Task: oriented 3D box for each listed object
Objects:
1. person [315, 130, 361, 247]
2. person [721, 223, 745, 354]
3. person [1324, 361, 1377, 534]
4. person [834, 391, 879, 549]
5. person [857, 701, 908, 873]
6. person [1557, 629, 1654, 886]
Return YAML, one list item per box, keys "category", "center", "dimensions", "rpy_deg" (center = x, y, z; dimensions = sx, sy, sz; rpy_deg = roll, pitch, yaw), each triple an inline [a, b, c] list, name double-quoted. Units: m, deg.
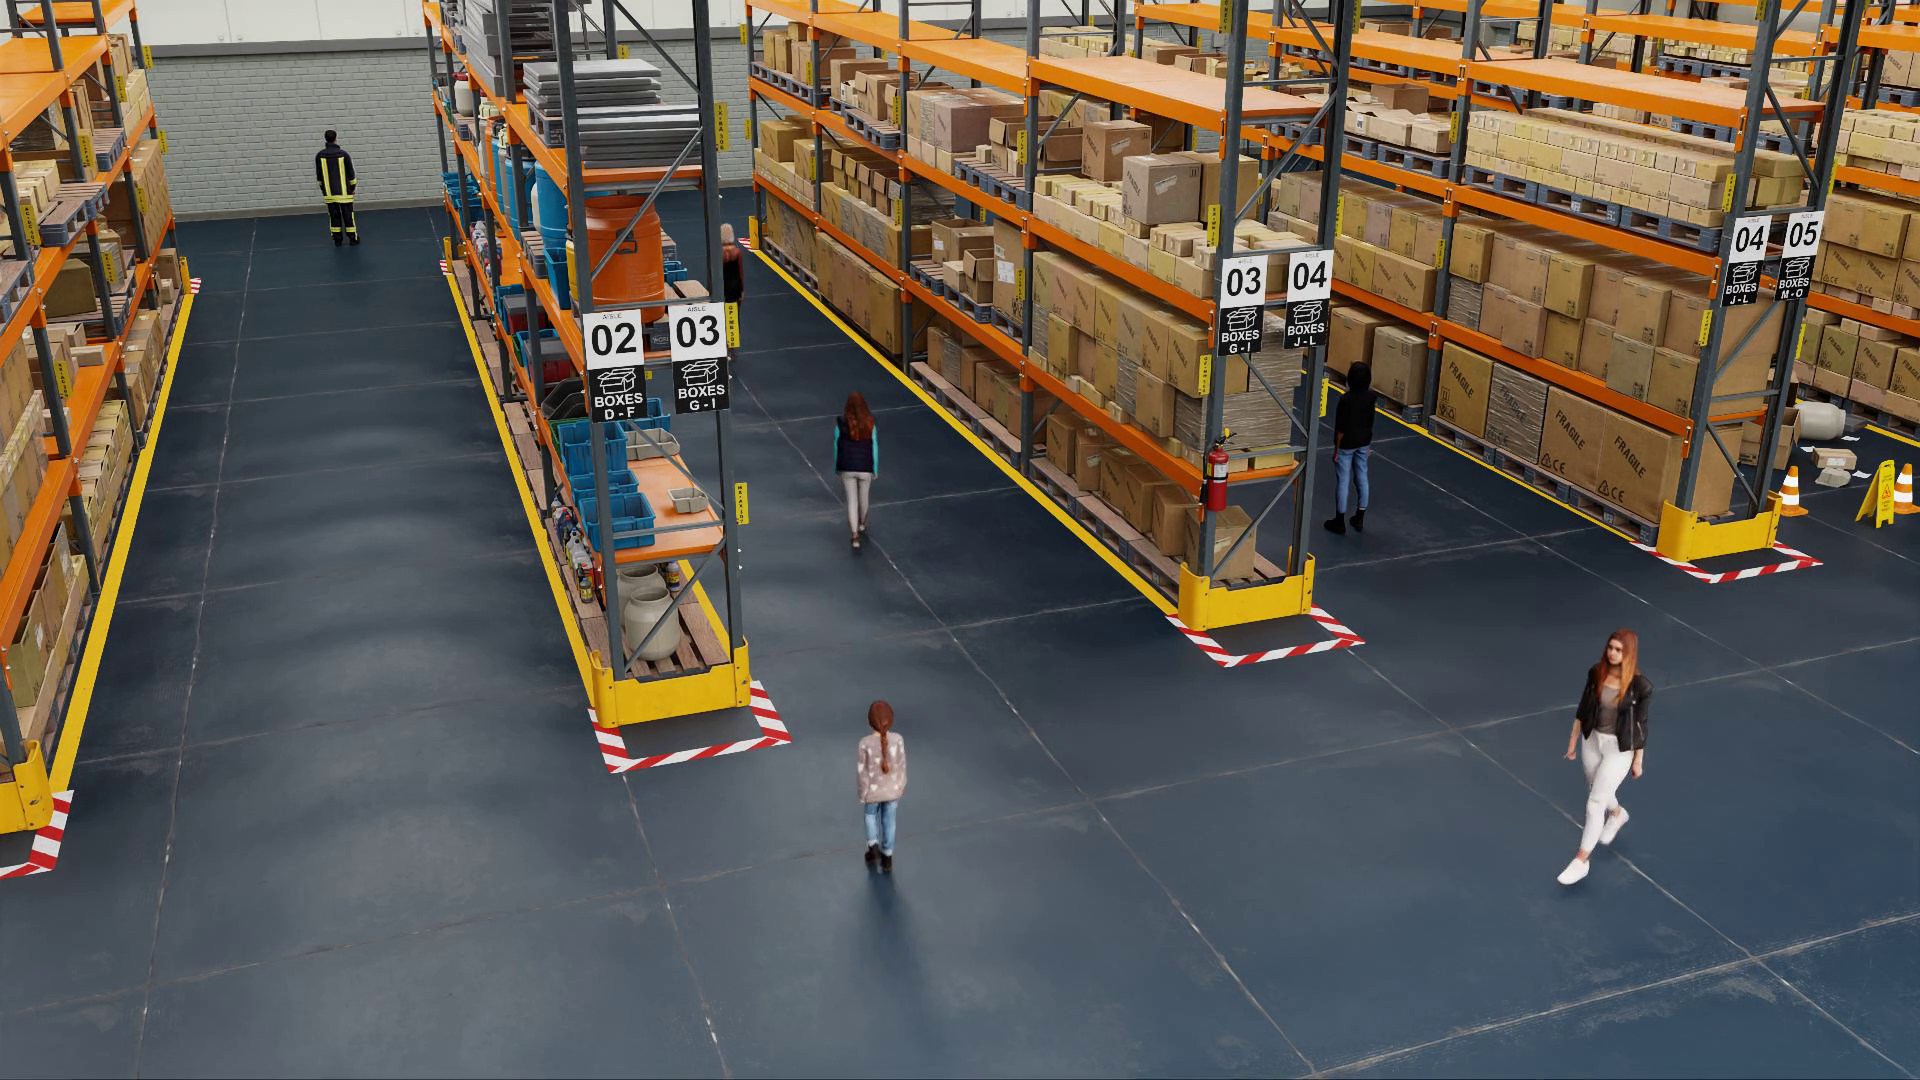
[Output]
- category: "person"
  center: [-10.494, -5.939, 28.023]
  dimensions: [0.819, 1.927, 0.729]
  rpy_deg: [-4, 23, -9]
- category: "person"
  center: [-3.030, -3.216, 21.638]
  dimensions: [0.719, 1.720, 1.025]
  rpy_deg: [-4, 23, -9]
- category: "person"
  center: [3.777, -0.894, 15.986]
  dimensions: [0.569, 1.701, 0.532]
  rpy_deg: [-7, 23, -17]
- category: "person"
  center: [-0.989, -0.642, 15.686]
  dimensions: [0.764, 1.462, 1.035]
  rpy_deg: [-1, 22, -2]
- category: "person"
  center: [-0.487, 1.592, 10.588]
  dimensions: [0.512, 1.187, 0.493]
  rpy_deg: [-4, 23, -9]
- category: "person"
  center: [4.167, 1.323, 10.601]
  dimensions: [0.919, 1.675, 1.126]
  rpy_deg: [-16, 27, -35]
